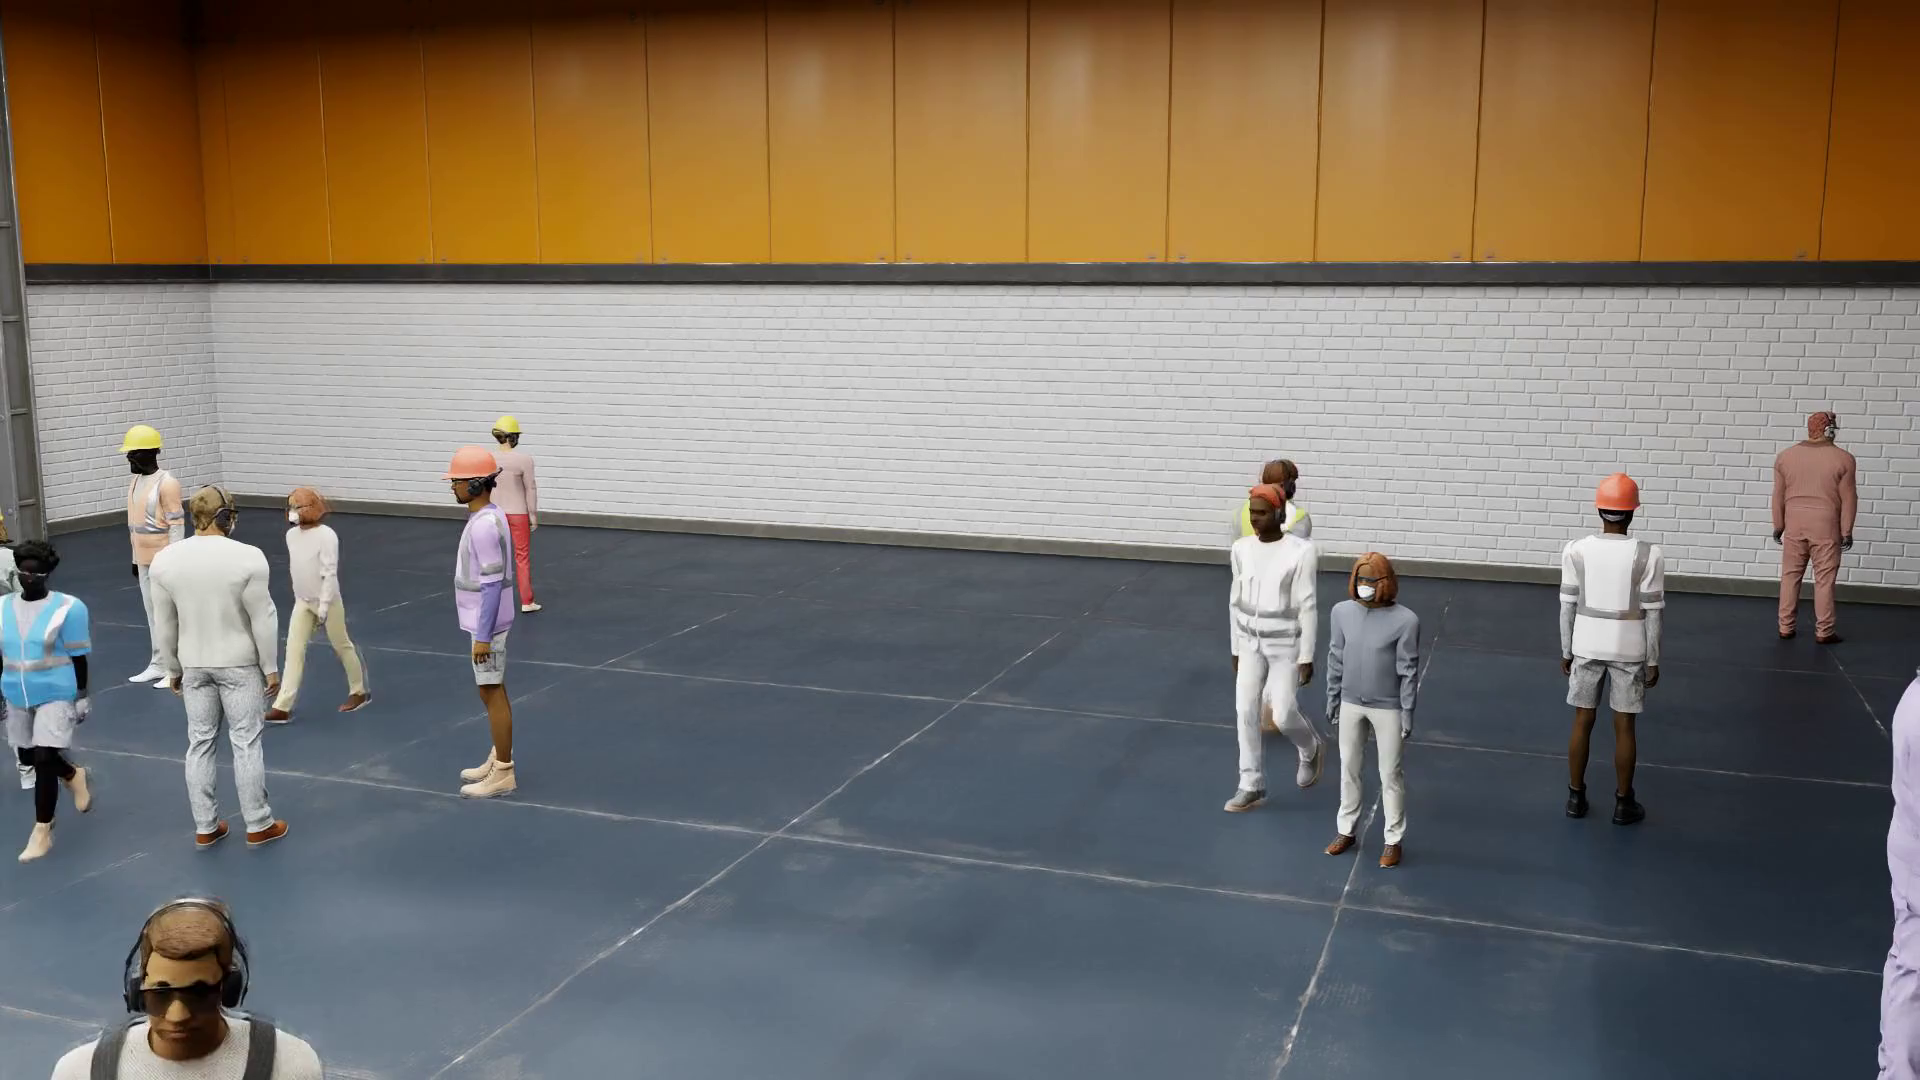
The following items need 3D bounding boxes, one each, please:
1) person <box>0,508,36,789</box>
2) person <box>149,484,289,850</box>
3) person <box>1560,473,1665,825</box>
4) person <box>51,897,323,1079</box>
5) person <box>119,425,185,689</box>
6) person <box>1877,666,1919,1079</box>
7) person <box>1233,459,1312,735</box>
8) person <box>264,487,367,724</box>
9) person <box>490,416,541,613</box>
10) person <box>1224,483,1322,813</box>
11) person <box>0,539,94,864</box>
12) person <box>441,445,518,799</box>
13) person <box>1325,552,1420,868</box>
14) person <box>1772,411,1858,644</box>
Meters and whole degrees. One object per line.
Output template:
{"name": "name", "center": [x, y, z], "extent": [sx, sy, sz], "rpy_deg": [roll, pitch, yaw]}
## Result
{"name": "person", "center": [-5.644, 0.608, 9.721], "extent": [0.486, 1.744, 0.294], "rpy_deg": [-3, 10, -16]}
{"name": "person", "center": [-3.876, 0.673, 8.724], "extent": [0.627, 1.935, 0.371], "rpy_deg": [0, 9, 1]}
{"name": "person", "center": [3.578, 0.599, 9.158], "extent": [0.545, 1.943, 0.347], "rpy_deg": [6, 11, 32]}
{"name": "person", "center": [-1.565, 1.580, 3.457], "extent": [0.524, 1.823, 0.726], "rpy_deg": [-2, 9, -11]}
{"name": "person", "center": [-5.895, 0.121, 12.169], "extent": [0.593, 1.926, 0.366], "rpy_deg": [7, 11, 36]}
{"name": "person", "center": [3.443, 1.156, 5.802], "extent": [0.408, 1.913, 0.641], "rpy_deg": [5, 10, 27]}
{"name": "person", "center": [2.041, 0.384, 10.839], "extent": [0.449, 1.831, 0.626], "rpy_deg": [-8, 12, -40]}
{"name": "person", "center": [-4.381, 0.438, 11.241], "extent": [0.511, 1.584, 0.853], "rpy_deg": [5, 10, 26]}
{"name": "person", "center": [-4.012, -0.221, 14.795], "extent": [0.526, 1.765, 0.330], "rpy_deg": [1, 9, 4]}
{"name": "person", "center": [1.793, 0.596, 9.413], "extent": [0.589, 1.867, 0.644], "rpy_deg": [9, 12, 43]}
{"name": "person", "center": [-4.812, 0.795, 8.795], "extent": [0.536, 1.670, 0.739], "rpy_deg": [0, 9, 3]}
{"name": "person", "center": [-2.775, 0.471, 9.638], "extent": [0.373, 2.042, 0.614], "rpy_deg": [-2, 9, -14]}
{"name": "person", "center": [2.107, 0.860, 8.532], "extent": [0.497, 1.626, 0.287], "rpy_deg": [8, 12, 39]}
{"name": "person", "center": [7.012, -0.105, 13.650], "extent": [0.401, 1.904, 0.640], "rpy_deg": [-8, 12, -41]}
